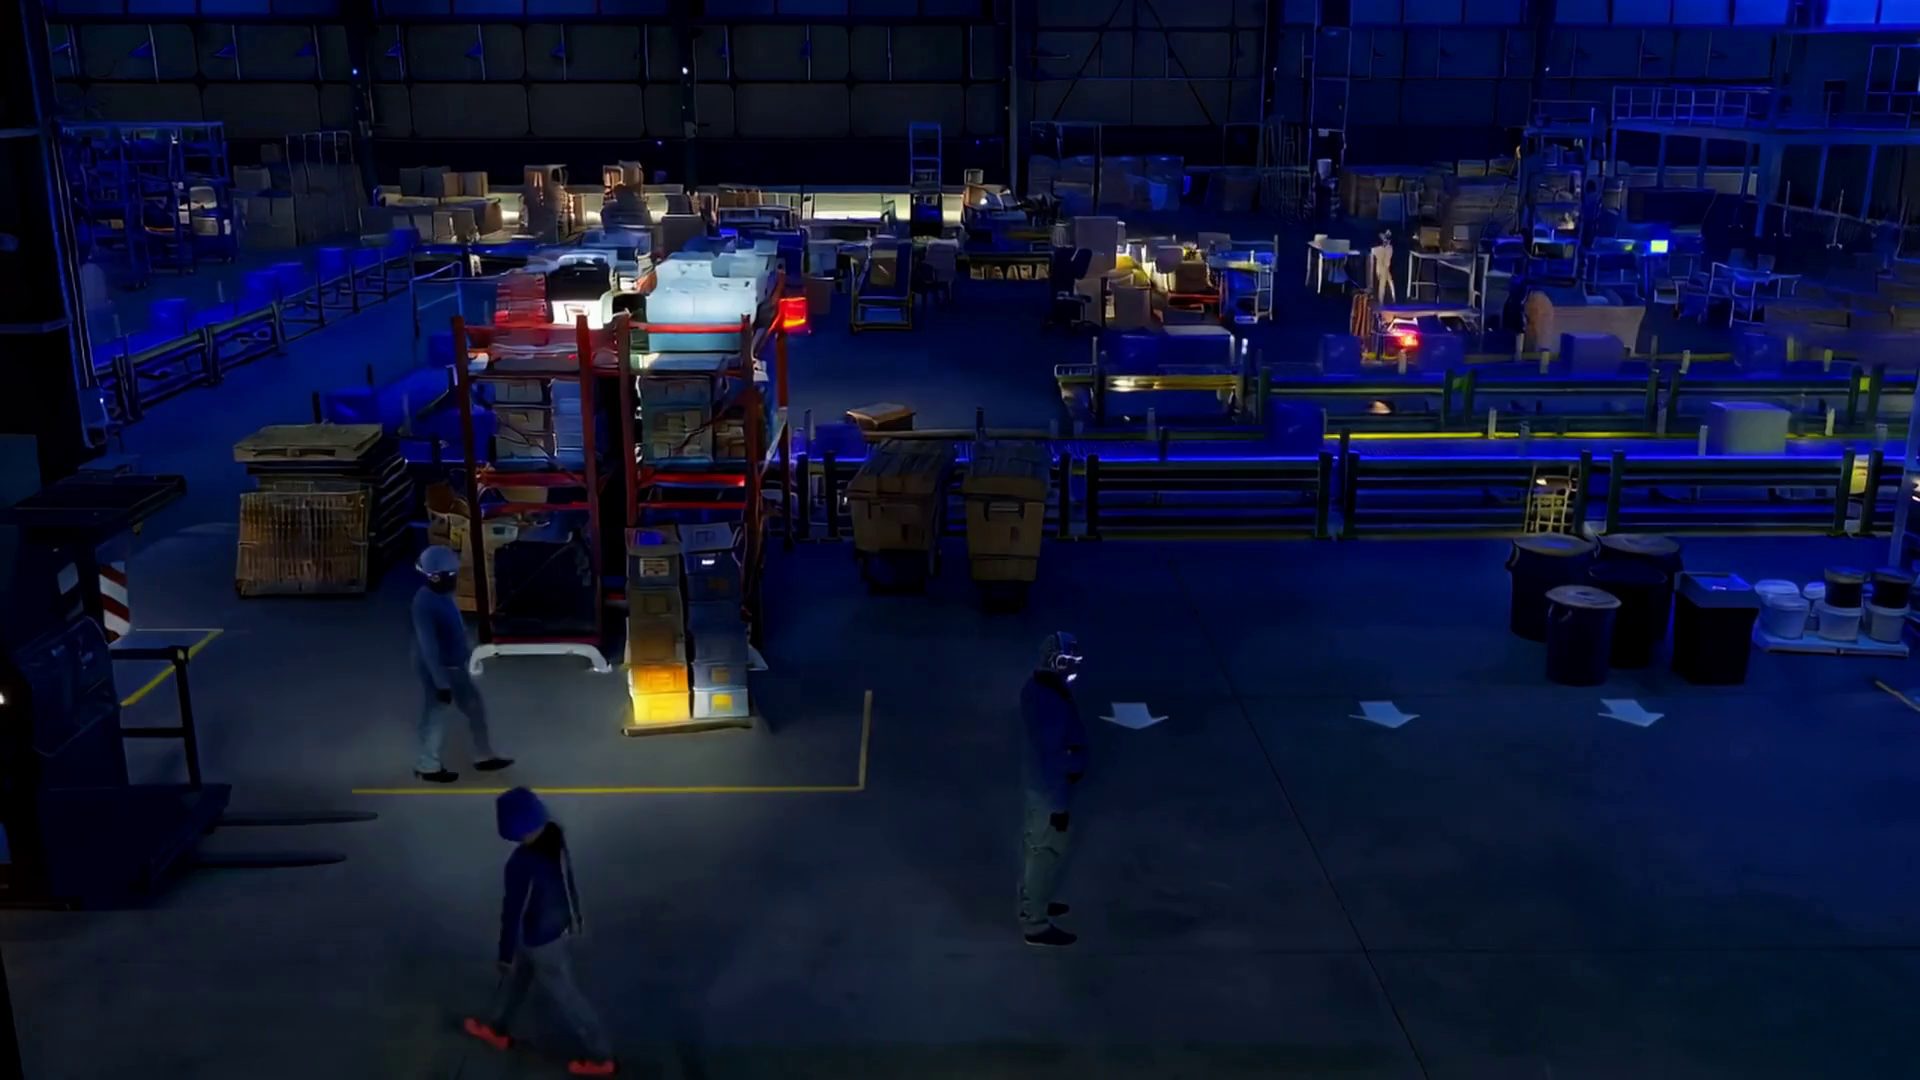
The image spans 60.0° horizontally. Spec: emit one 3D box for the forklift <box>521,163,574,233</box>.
[{"bbox_3d":[-12.233,-10.122,49.298,1.157,1.987,2.680,0,16,-1],"label":"forklift"}]

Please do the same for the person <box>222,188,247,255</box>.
[{"bbox_3d":[-19.462,-8.541,44.677,0.598,1.809,0.737,-13,21,-38],"label":"person"}]

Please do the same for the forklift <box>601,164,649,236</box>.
[{"bbox_3d":[-9.948,-10.127,49.296,1.157,1.987,2.680,-1,16,-3],"label":"forklift"}]

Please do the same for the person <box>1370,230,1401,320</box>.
[{"bbox_3d":[8.490,-5.283,33.340,0.531,1.815,0.989,-6,17,-19],"label":"person"}]

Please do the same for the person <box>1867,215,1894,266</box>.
[{"bbox_3d":[20.884,-6.509,37.758,0.532,1.725,0.883,12,20,36],"label":"person"}]

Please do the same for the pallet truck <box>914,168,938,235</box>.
[{"bbox_3d":[-0.989,-10.316,50.507,0.823,1.965,1.885,1,16,3],"label":"pallet truck"}]

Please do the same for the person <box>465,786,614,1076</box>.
[{"bbox_3d":[-2.188,1.988,8.464,0.875,1.574,0.510,3,16,10],"label":"person"}]

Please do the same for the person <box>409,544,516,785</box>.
[{"bbox_3d":[-3.565,0.902,11.842,0.770,1.806,0.627,0,16,1],"label":"person"}]

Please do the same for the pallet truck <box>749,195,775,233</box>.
[{"bbox_3d":[-6.051,-9.967,50.660,0.680,1.201,1.601,0,16,-1],"label":"pallet truck"}]

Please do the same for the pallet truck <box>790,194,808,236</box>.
[{"bbox_3d":[-4.814,-9.883,50.259,0.704,1.261,1.522,-1,16,-3],"label":"pallet truck"}]

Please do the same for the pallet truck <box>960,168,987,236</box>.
[{"bbox_3d":[0.383,-10.230,50.206,0.823,1.965,1.885,-1,16,-3],"label":"pallet truck"}]

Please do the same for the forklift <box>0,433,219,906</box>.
[{"bbox_3d":[-5.952,0.780,10.366,1.873,2.768,1.129,0,16,-1],"label":"forklift"}]

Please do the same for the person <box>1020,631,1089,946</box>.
[{"bbox_3d":[0.560,1.447,9.803,0.396,1.901,0.643,-1,16,-4],"label":"person"}]

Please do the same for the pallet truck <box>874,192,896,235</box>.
[{"bbox_3d":[-2.277,-9.986,50.594,0.653,1.274,1.630,0,16,-1],"label":"pallet truck"}]

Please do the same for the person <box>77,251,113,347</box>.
[{"bbox_3d":[-15.387,-4.204,29.496,0.396,1.879,0.796,4,17,14],"label":"person"}]
